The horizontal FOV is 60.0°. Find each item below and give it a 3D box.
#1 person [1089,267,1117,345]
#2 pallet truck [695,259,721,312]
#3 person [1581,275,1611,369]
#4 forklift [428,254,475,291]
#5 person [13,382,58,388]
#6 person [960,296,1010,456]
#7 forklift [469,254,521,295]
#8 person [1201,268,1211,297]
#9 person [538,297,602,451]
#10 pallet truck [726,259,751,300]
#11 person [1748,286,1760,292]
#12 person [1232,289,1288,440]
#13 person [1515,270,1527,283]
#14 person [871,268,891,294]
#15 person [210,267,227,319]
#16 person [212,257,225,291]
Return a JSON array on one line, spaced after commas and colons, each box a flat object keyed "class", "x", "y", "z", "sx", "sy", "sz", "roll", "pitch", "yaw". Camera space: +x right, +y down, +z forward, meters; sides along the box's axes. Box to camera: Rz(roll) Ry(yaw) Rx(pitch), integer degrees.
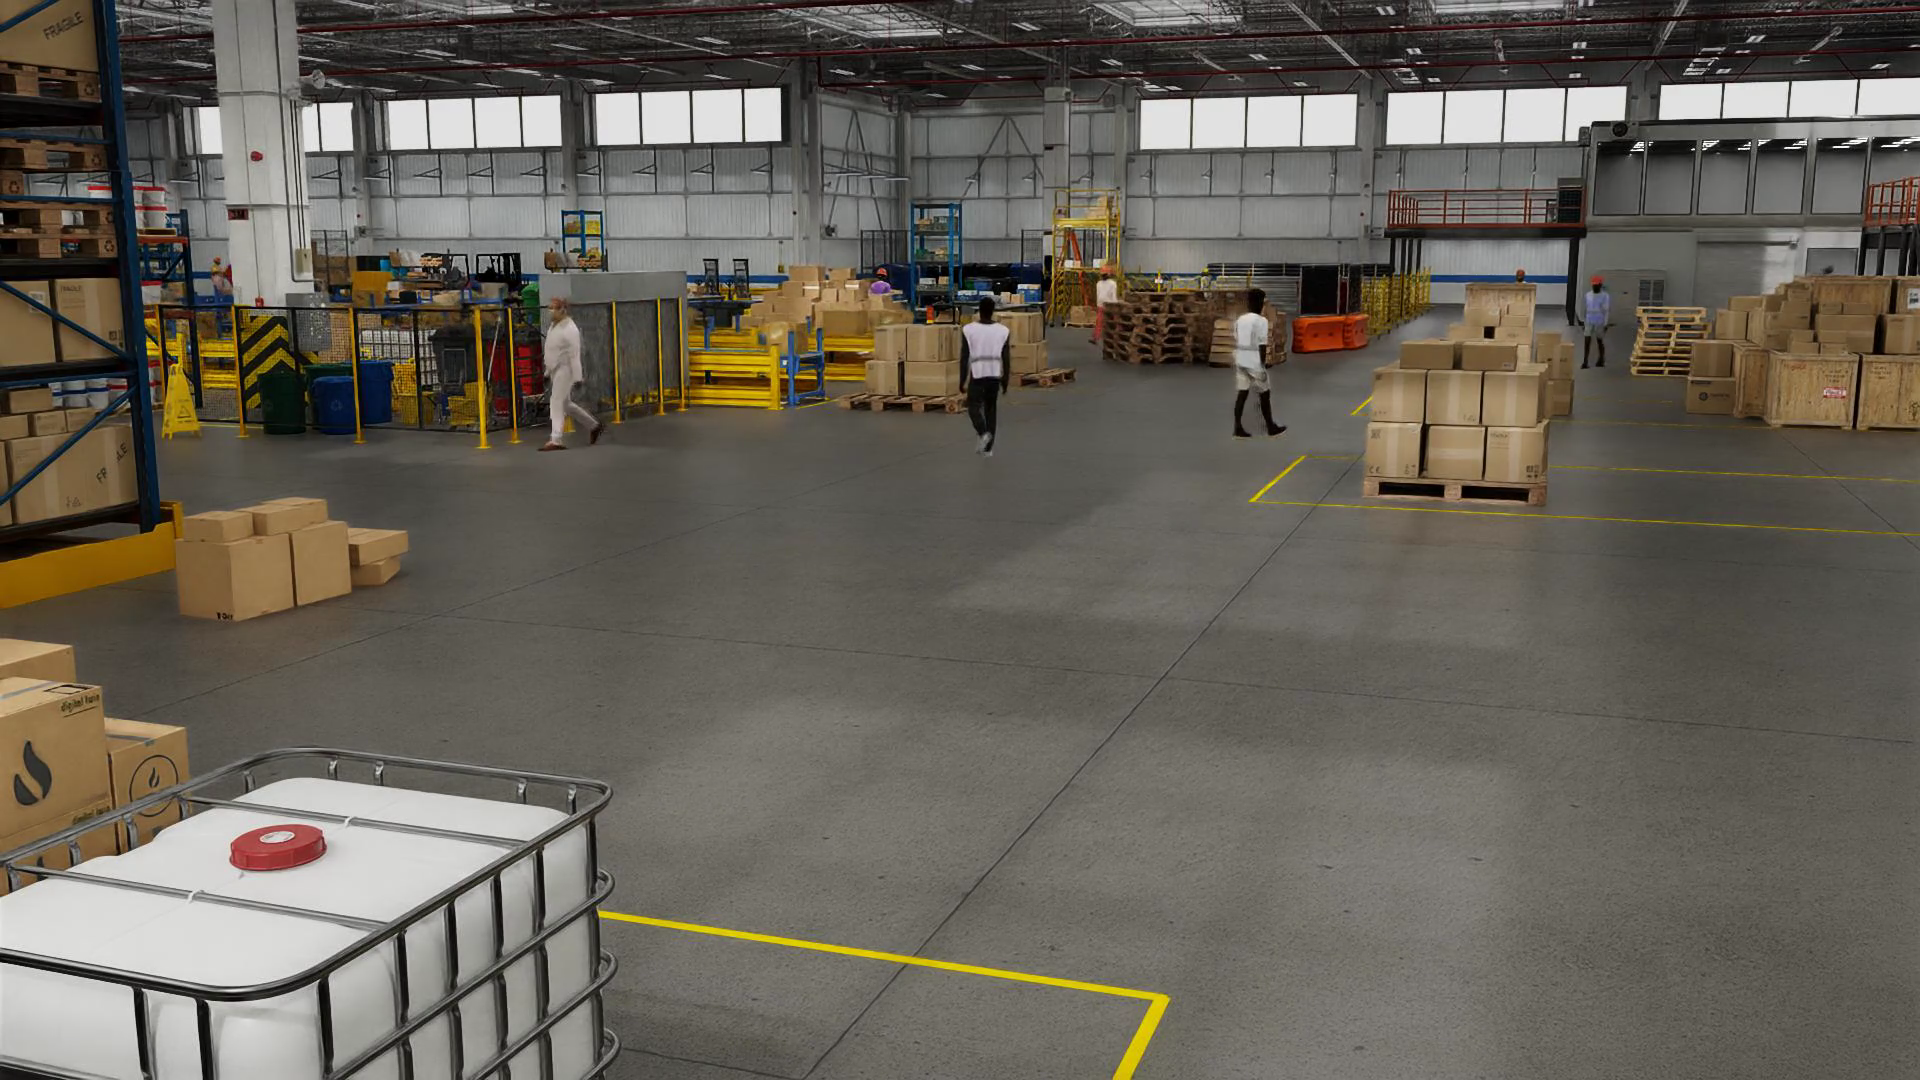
[{"class": "person", "x": 3.616, "y": -5.846, "z": 41.626, "sx": 0.647, "sy": 1.936, "sz": 1.009, "roll": 8, "pitch": 13, "yaw": 36}, {"class": "pallet truck", "x": -9.165, "y": -9.627, "z": 62.776, "sx": 0.823, "sy": 1.965, "sz": 1.885, "roll": 4, "pitch": 11, "yaw": 23}, {"class": "person", "x": 12.990, "y": -4.452, "z": 33.930, "sx": 0.557, "sy": 1.899, "sz": 0.971, "roll": 8, "pitch": 13, "yaw": 38}, {"class": "forklift", "x": -20.133, "y": -10.254, "z": 65.465, "sx": 1.157, "sy": 1.987, "sz": 2.680, "roll": 3, "pitch": 11, "yaw": 19}, {"class": "person", "x": -12.049, "y": -2.123, "z": 21.641, "sx": 0.843, "sy": 1.587, "sz": 0.515, "roll": 5, "pitch": 11, "yaw": 27}, {"class": "person", "x": 0.300, "y": -1.930, "z": 19.699, "sx": 0.612, "sy": 1.899, "sz": 0.466, "roll": -2, "pitch": 10, "yaw": -14}, {"class": "forklift", "x": -17.990, "y": -10.121, "z": 64.684, "sx": 1.157, "sy": 1.987, "sz": 2.680, "roll": 3, "pitch": 11, "yaw": 17}, {"class": "person", "x": 8.184, "y": -8.218, "z": 55.554, "sx": 0.487, "sy": 1.744, "sz": 0.312, "roll": -8, "pitch": 13, "yaw": -39}, {"class": "person", "x": -4.802, "y": -2.040, "z": 20.382, "sx": 0.814, "sy": 1.884, "sz": 0.633, "roll": -6, "pitch": 12, "yaw": -31}, {"class": "pallet truck", "x": -7.986, "y": -9.493, "z": 62.019, "sx": 0.823, "sy": 1.965, "sz": 1.885, "roll": 3, "pitch": 11, "yaw": 17}, {"class": "person", "x": 27.433, "y": -8.536, "z": 57.675, "sx": 0.360, "sy": 1.623, "sz": 0.618, "roll": -7, "pitch": 12, "yaw": -33}, {"class": "person", "x": 3.838, "y": -2.256, "z": 21.424, "sx": 0.811, "sy": 1.932, "sz": 0.633, "roll": -7, "pitch": 12, "yaw": -33}, {"class": "person", "x": 13.853, "y": -5.745, "z": 41.265, "sx": 0.390, "sy": 1.887, "sz": 0.593, "roll": -6, "pitch": 12, "yaw": -32}, {"class": "person", "x": -1.912, "y": -5.677, "z": 40.701, "sx": 0.544, "sy": 1.937, "sz": 0.358, "roll": 4, "pitch": 11, "yaw": 22}, {"class": "person", "x": -25.328, "y": -8.380, "z": 56.456, "sx": 0.782, "sy": 1.733, "sz": 0.553, "roll": -9, "pitch": 13, "yaw": -41}, {"class": "person", "x": -30.357, "y": -10.576, "z": 68.120, "sx": 0.612, "sy": 1.997, "sz": 0.375, "roll": 6, "pitch": 11, "yaw": 29}]
